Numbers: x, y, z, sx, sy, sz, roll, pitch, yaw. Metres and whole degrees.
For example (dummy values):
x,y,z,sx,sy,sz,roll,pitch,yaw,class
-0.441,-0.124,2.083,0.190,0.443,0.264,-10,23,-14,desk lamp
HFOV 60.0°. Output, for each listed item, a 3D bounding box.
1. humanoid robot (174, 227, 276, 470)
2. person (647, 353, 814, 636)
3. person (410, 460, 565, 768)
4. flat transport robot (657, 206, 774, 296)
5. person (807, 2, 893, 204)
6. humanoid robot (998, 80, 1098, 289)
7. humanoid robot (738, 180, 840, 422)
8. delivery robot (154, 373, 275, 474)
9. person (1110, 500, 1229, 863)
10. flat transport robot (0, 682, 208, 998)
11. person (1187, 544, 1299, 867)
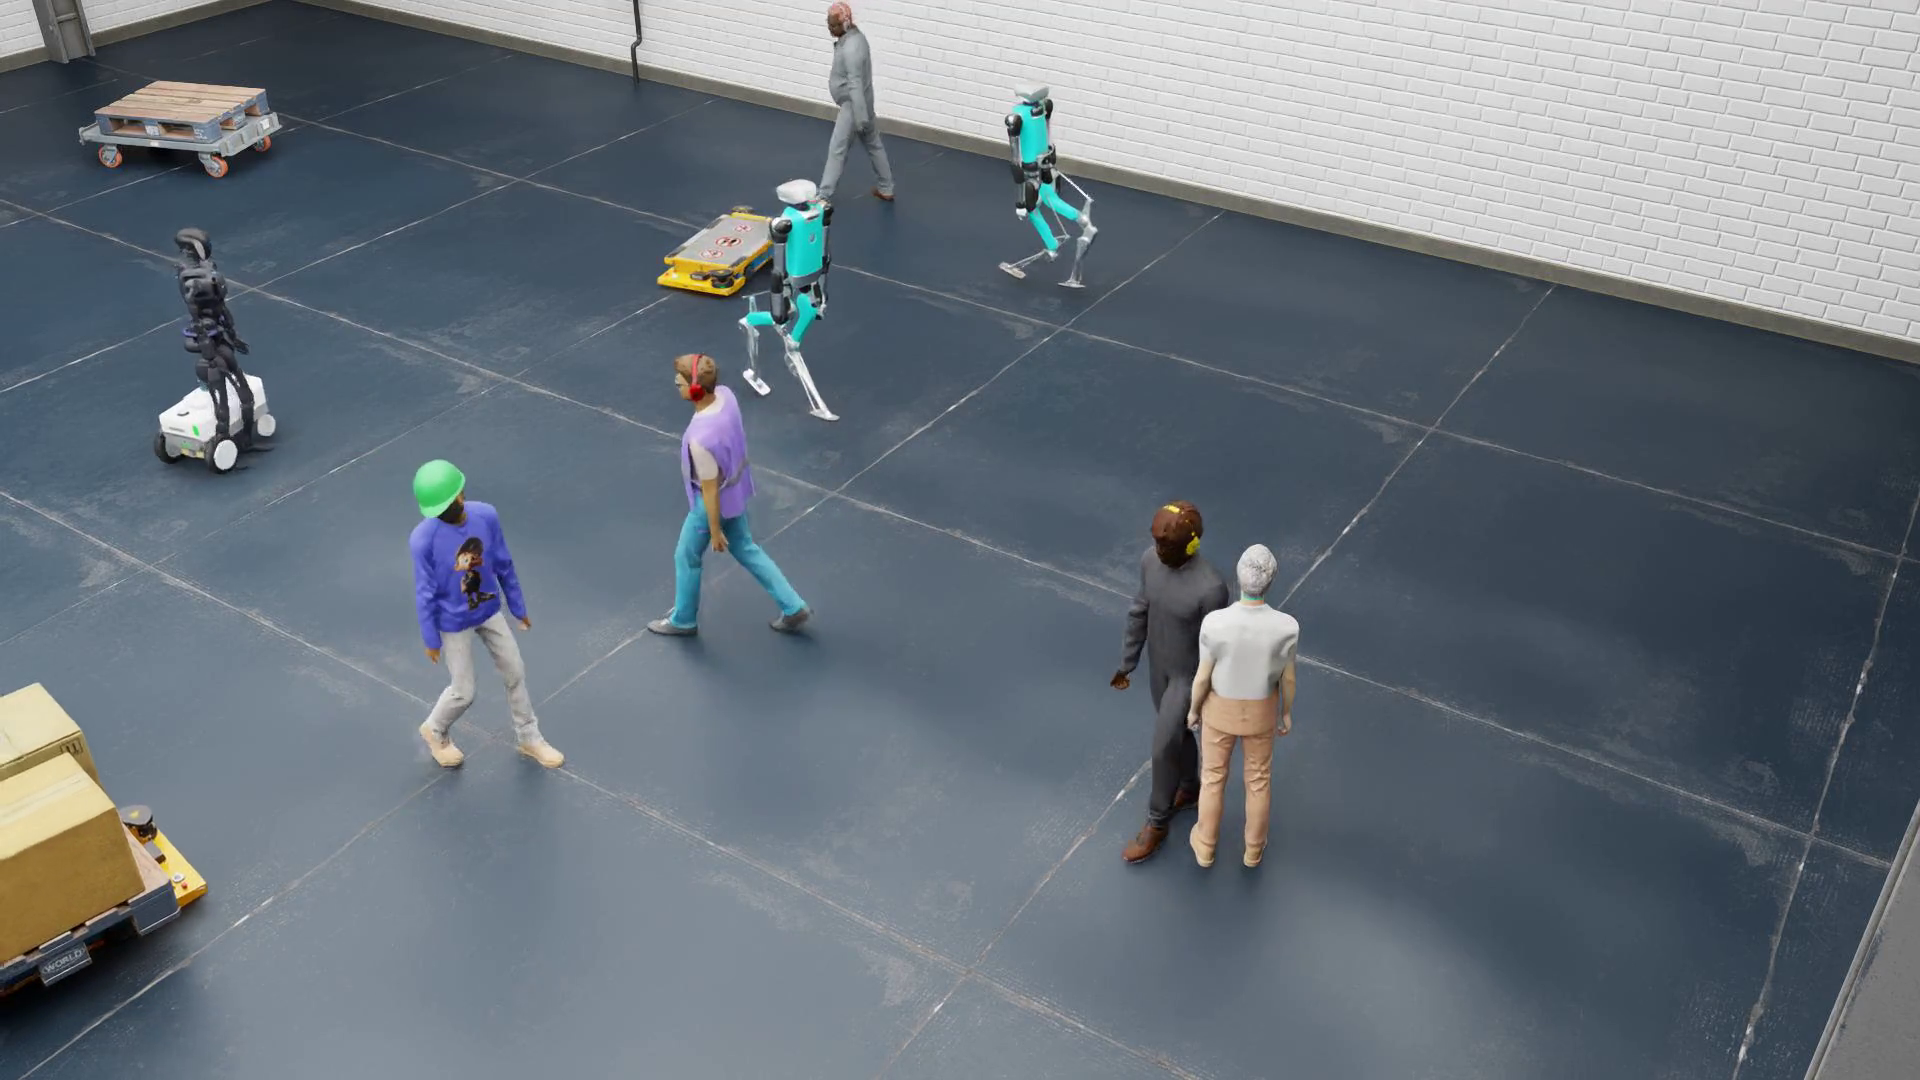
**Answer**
x,y,z,sx,sy,sz,roll,pitch,yaw,class
-4.892,-1.263,10.922,0.428,1.647,0.584,-4,33,-7,humanoid robot
-1.311,-0.215,9.171,0.900,1.808,0.568,7,33,11,person
-2.426,0.364,8.237,0.605,1.844,0.526,26,41,34,person
-1.923,-2.454,14.075,0.659,0.231,1.431,12,35,18,flat transport robot
-1.019,-3.859,14.803,0.871,1.849,0.713,2,33,3,person
0.738,-2.718,13.153,1.041,1.737,0.560,22,39,30,humanoid robot
-1.300,-1.712,11.615,1.016,1.783,0.533,24,40,32,humanoid robot
-5.053,-0.829,11.273,0.499,0.586,0.773,11,34,17,delivery robot
0.938,0.646,7.790,0.757,1.849,0.503,-20,38,-28,person
-4.263,1.744,7.543,0.659,0.231,1.431,28,42,36,flat transport robot
1.293,0.786,7.665,0.493,1.744,0.301,2,33,3,person
